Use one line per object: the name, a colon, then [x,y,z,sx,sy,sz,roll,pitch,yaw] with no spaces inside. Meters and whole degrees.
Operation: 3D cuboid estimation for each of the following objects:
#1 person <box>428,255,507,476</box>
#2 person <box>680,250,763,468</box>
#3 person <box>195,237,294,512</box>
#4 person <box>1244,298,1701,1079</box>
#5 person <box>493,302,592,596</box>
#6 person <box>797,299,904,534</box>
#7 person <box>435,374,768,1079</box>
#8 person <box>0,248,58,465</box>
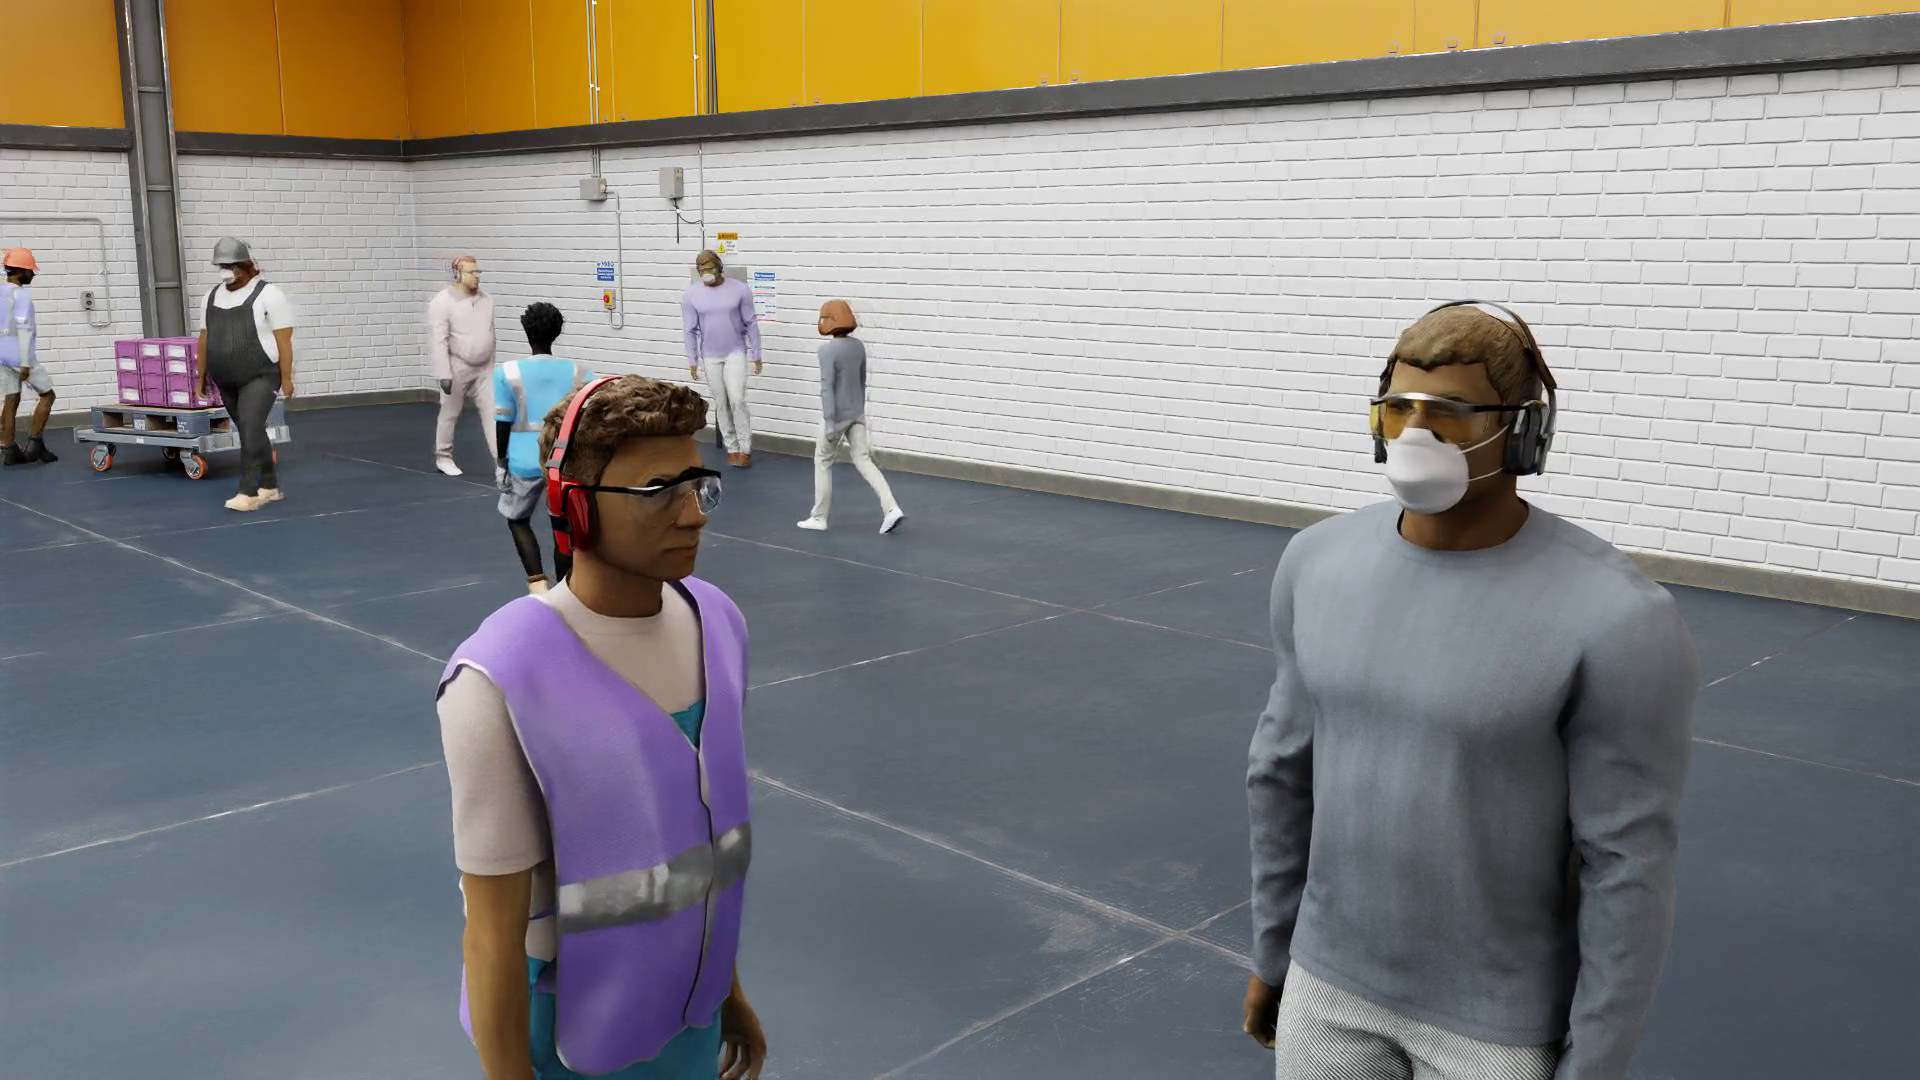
person: [-4.071,-1.423,13.811,1.024,1.855,0.663,8,13,38]
person: [-2.070,-1.561,14.457,0.705,1.892,0.696,0,10,1]
person: [-5.360,-1.233,12.265,0.693,2.000,0.885,3,11,16]
person: [0.653,0.643,2.319,0.371,1.940,0.630,-10,14,-43]
person: [-2.152,-0.392,8.652,0.547,1.680,0.378,-5,12,-27]
person: [-0.742,-0.832,11.285,0.803,1.605,0.514,7,13,35]
person: [-0.477,0.690,2.309,0.394,1.846,0.564,5,11,23]
person: [-8.296,-1.616,14.724,0.569,1.912,0.563,5,12,27]
